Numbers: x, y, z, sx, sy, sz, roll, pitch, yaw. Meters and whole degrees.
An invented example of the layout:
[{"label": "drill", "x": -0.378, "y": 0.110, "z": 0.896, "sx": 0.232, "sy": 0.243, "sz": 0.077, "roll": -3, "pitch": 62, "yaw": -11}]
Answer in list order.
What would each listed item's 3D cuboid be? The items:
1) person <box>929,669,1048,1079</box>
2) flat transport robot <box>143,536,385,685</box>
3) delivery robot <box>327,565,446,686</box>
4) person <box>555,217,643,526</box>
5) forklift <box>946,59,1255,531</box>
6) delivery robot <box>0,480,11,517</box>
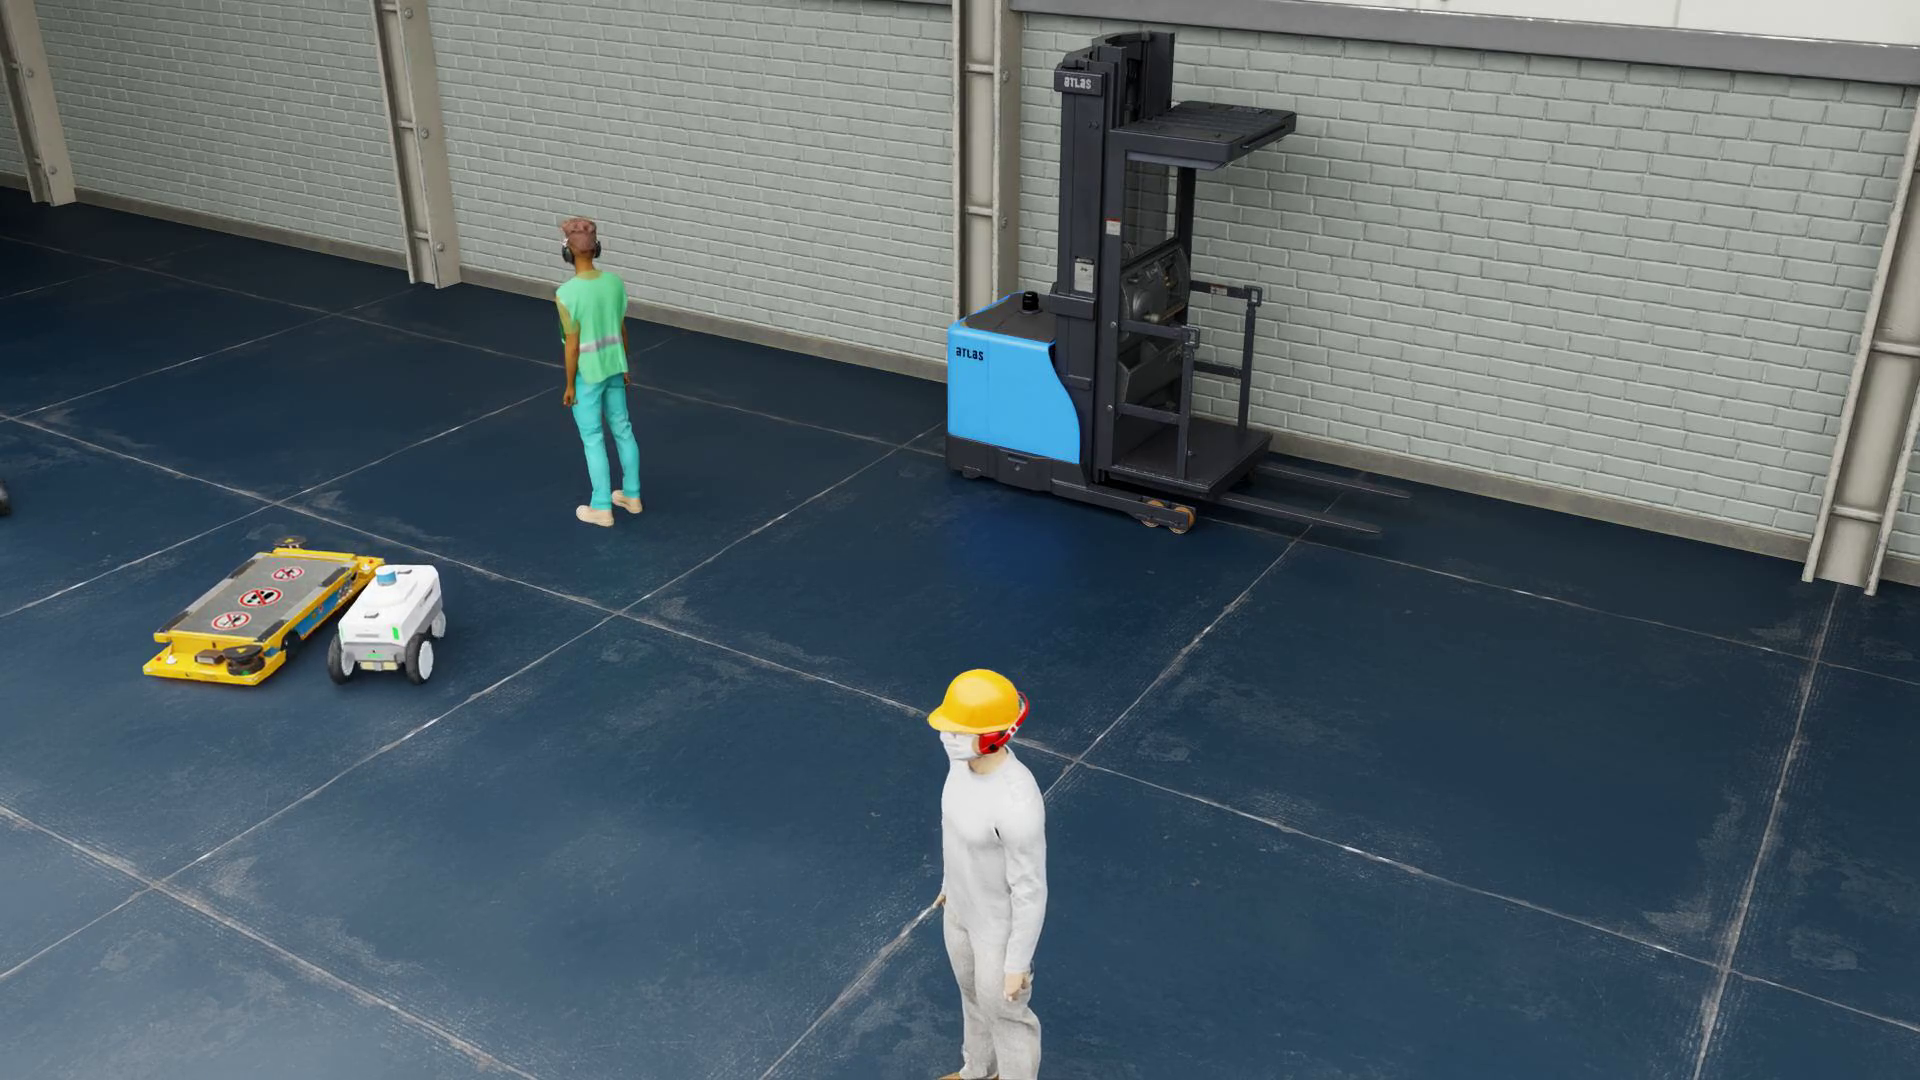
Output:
[{"label": "person", "x": 0.085, "y": 1.276, "z": 5.659, "sx": 0.377, "sy": 1.895, "sz": 0.567, "roll": -11, "pitch": 28, "yaw": -23}, {"label": "flat transport robot", "x": -3.916, "y": 0.385, "z": 9.445, "sx": 0.659, "sy": 0.231, "sz": 1.431, "roll": 4, "pitch": 26, "yaw": 9}, {"label": "delivery robot", "x": -3.076, "y": 0.442, "z": 9.004, "sx": 0.499, "sy": 0.607, "sz": 0.808, "roll": 1, "pitch": 25, "yaw": 2}, {"label": "person", "x": -2.277, "y": -1.045, "z": 10.473, "sx": 0.384, "sy": 1.977, "sz": 0.488, "roll": 20, "pitch": 32, "yaw": 35}, {"label": "forklift", "x": 0.933, "y": -1.707, "z": 10.833, "sx": 1.873, "sy": 2.768, "sz": 1.129, "roll": 15, "pitch": 29, "yaw": 28}, {"label": "delivery robot", "x": -6.561, "y": -0.376, "z": 10.732, "sx": 0.807, "sy": 0.606, "sz": 0.499, "roll": 18, "pitch": 31, "yaw": 34}]
